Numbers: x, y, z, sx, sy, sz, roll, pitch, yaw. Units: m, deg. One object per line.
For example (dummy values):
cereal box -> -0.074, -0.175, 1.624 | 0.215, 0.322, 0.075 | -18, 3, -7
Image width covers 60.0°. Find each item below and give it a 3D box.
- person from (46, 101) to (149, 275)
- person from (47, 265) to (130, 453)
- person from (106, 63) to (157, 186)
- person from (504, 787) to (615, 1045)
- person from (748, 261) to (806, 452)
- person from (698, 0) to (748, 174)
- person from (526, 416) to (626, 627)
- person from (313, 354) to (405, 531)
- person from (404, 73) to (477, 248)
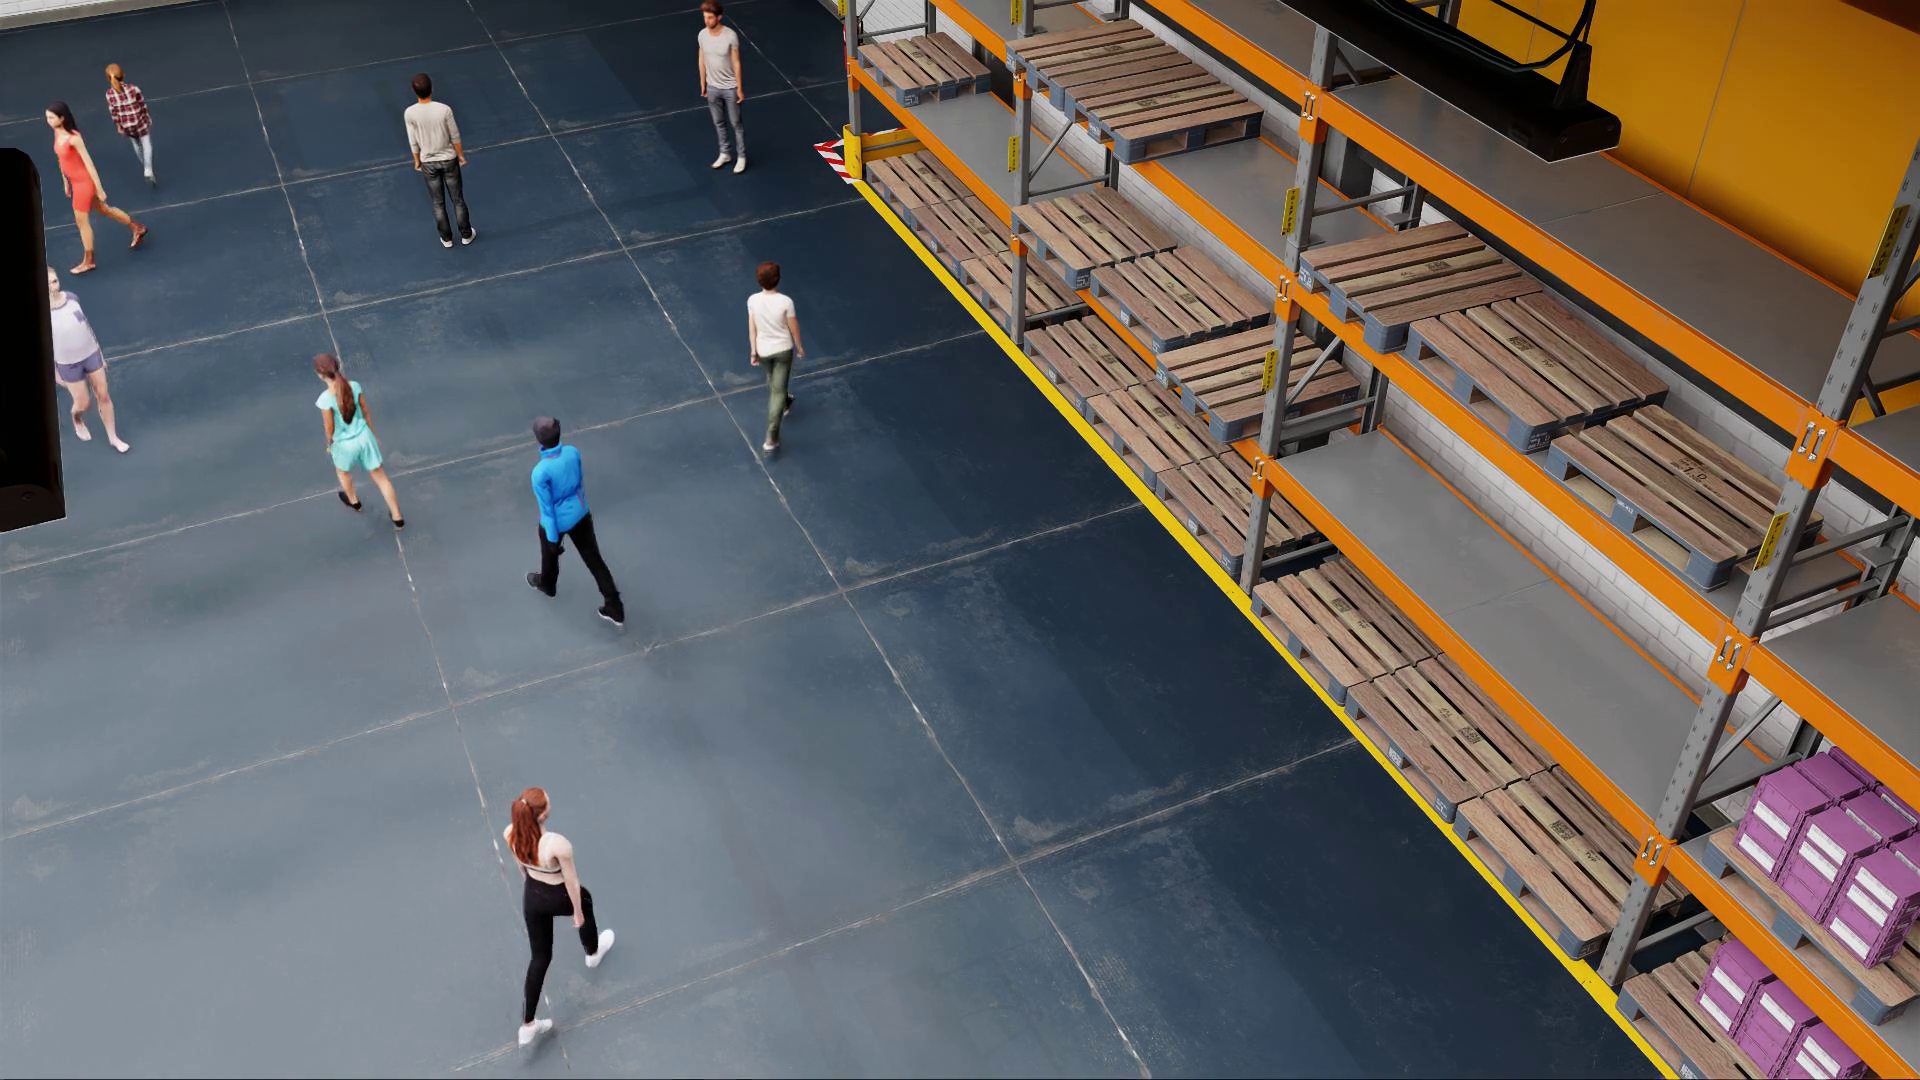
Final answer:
person -> -8.569, -3.535, 16.440 | 1.150, 1.681, 1.011 | 26, 46, 29
person -> -7.394, -1.534, 13.875 | 0.836, 1.755, 0.735 | 26, 45, 28
person -> -8.908, -4.473, 17.933 | 0.618, 1.284, 0.919 | -9, 40, -11
person -> -2.349, 2.103, 9.362 | 1.124, 1.703, 1.175 | 13, 40, 16
person -> -1.565, -1.519, 13.973 | 1.016, 1.610, 1.197 | 6, 39, 7
person -> -2.559, -4.932, 18.025 | 0.756, 1.886, 0.810 | 12, 40, 14
person -> -2.785, -0.093, 12.079 | 1.286, 1.744, 1.024 | 25, 45, 28
person -> -4.732, -0.718, 13.052 | 0.786, 1.507, 1.016 | -31, 48, -33
person -> -5.219, -3.801, 16.668 | 0.701, 1.811, 0.619 | -8, 39, -10
